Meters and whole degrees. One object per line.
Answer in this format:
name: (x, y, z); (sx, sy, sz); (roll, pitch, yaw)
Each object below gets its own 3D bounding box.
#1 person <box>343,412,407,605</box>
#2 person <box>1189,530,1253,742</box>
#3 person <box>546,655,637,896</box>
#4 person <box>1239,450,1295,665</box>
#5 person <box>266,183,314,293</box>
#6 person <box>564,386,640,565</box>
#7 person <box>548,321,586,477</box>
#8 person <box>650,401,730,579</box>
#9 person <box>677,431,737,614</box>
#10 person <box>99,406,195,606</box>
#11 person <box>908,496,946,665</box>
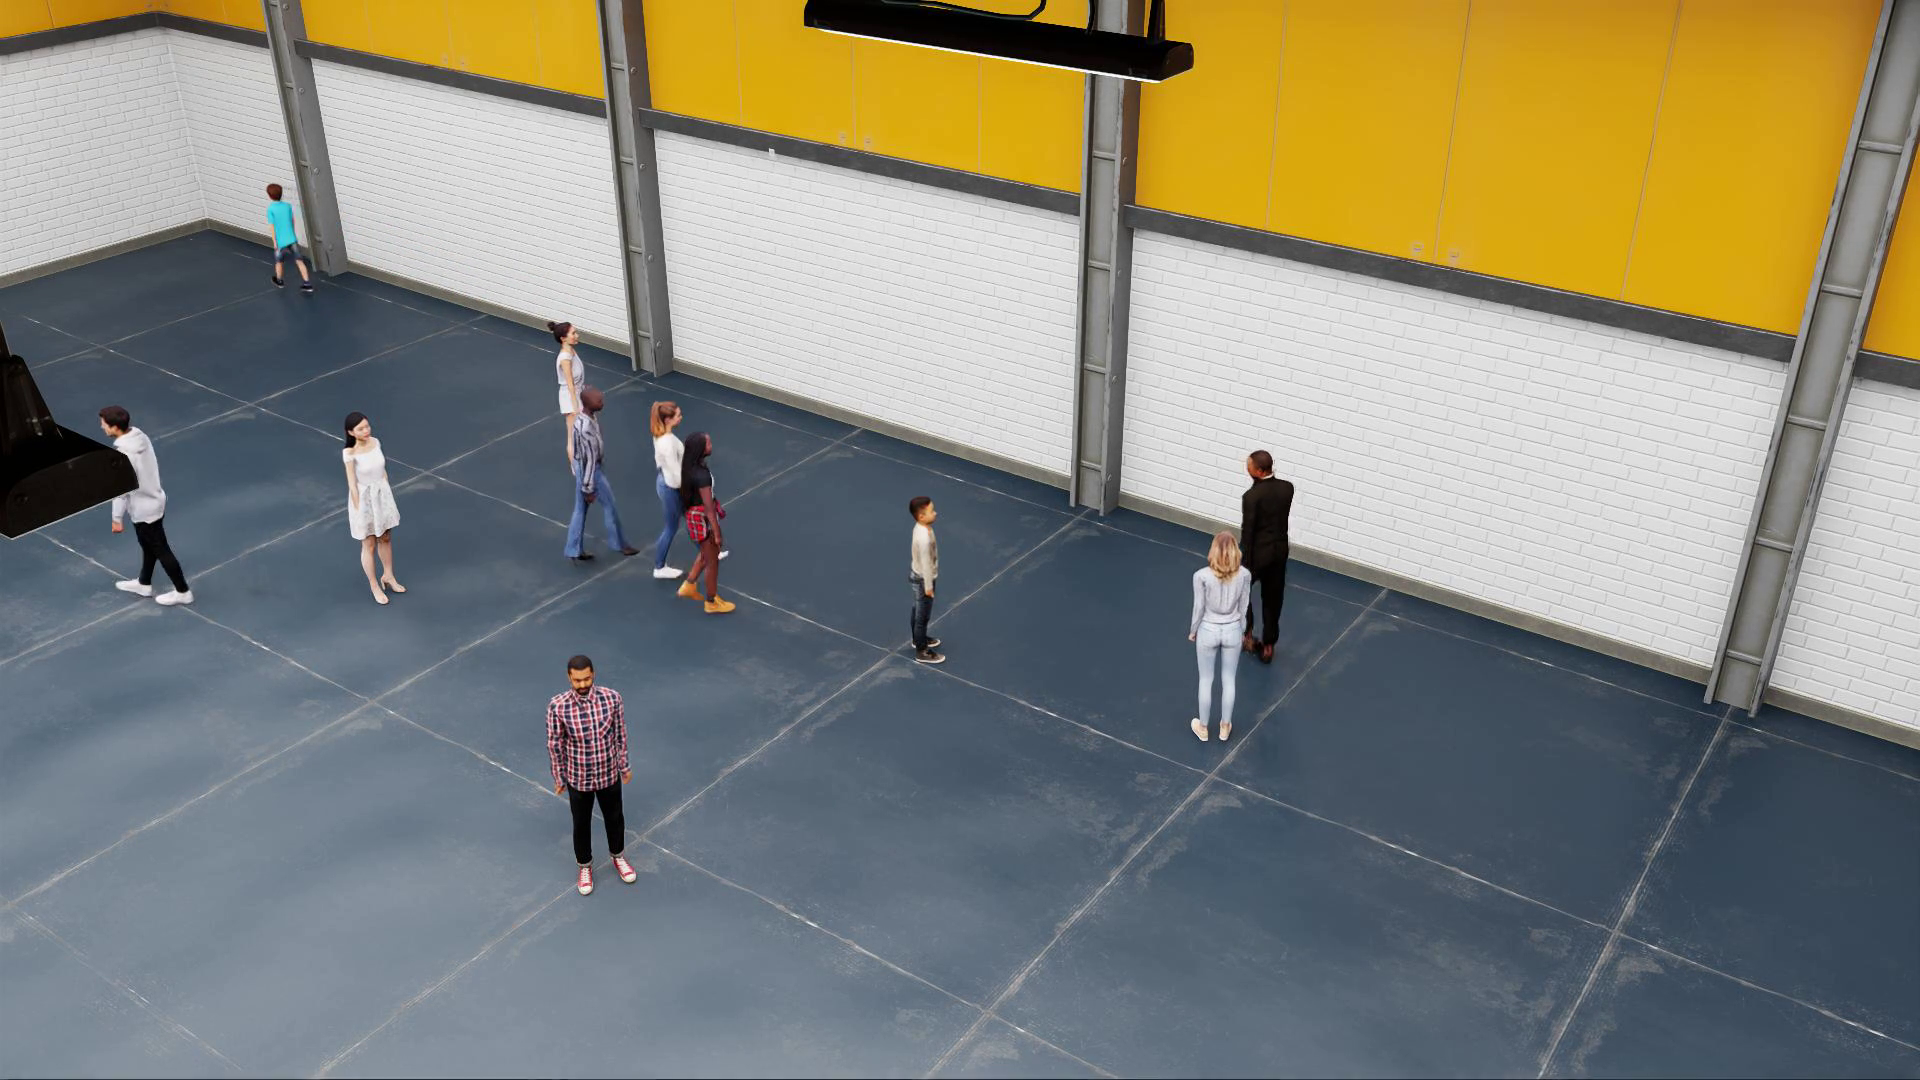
person: (-5.115, -0.291, 14.477); (0.669, 1.774, 0.677); (14, 32, 24)
person: (1.961, 0.725, 12.594); (0.634, 1.796, 0.724); (-1, 29, -1)
person: (-2.463, 1.539, 11.137); (0.788, 1.761, 0.796); (-12, 31, -21)
person: (2.511, 0.181, 13.505); (0.898, 1.877, 0.929); (-9, 30, -17)
person: (-8.631, -3.850, 21.378); (0.964, 1.415, 0.580); (21, 35, 34)
person: (-3.402, -0.532, 14.937); (1.084, 1.757, 1.040); (-10, 30, -18)
person: (-3.904, -1.439, 16.756); (0.709, 1.607, 0.653); (-4, 29, -7)
person: (-2.627, -0.411, 14.780); (1.026, 1.695, 0.964); (-5, 29, -9)
person: (-2.271, -0.124, 14.236); (0.833, 1.712, 0.789); (-10, 30, -18)
person: (-6.931, -0.286, 14.329); (1.092, 1.907, 1.015); (-2, 29, -3)
person: (-0.306, 0.303, 13.711); (0.676, 1.465, 0.628); (-2, 29, -4)
